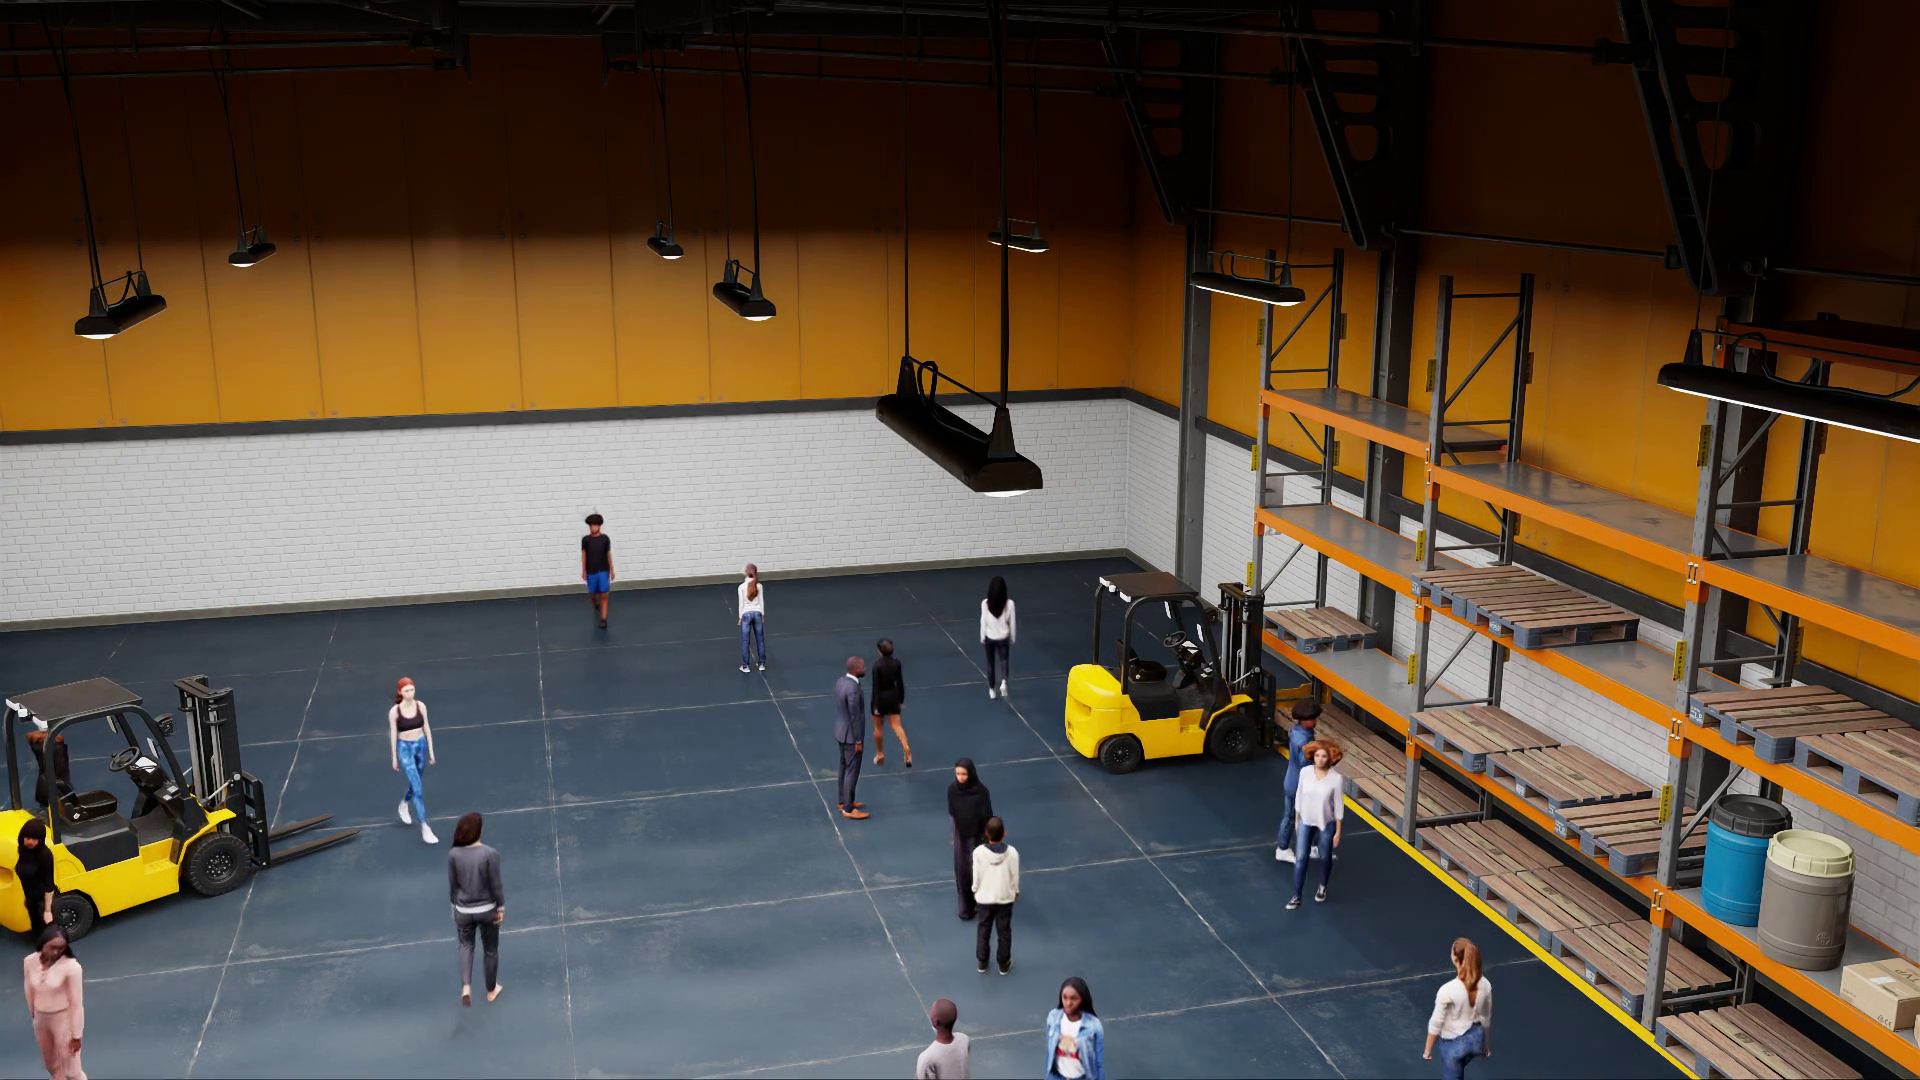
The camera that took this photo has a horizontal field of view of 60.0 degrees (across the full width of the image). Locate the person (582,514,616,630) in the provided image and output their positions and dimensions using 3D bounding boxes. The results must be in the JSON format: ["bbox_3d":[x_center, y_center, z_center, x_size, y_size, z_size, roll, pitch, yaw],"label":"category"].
[{"bbox_3d":[-5.537,0.453,25.479,0.756,1.769,1.043,-2,14,-9],"label":"person"}]

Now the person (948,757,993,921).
[{"bbox_3d":[0.153,2.825,16.045,0.932,1.599,1.001,6,15,22],"label":"person"}]

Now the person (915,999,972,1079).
[{"bbox_3d":[-0.105,3.903,11.226,0.701,1.771,0.692,13,19,42],"label":"person"}]

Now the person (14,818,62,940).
[{"bbox_3d":[-8.089,3.155,14.634,0.754,1.621,0.798,12,18,40],"label":"person"}]

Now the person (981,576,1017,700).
[{"bbox_3d":[0.495,1.325,22.050,0.717,1.689,0.830,-1,14,-2],"label":"person"}]

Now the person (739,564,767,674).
[{"bbox_3d":[-2.927,1.081,23.341,0.542,1.555,0.542,-5,15,-20],"label":"person"}]

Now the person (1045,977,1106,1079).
[{"bbox_3d":[0.842,3.842,11.671,1.052,1.681,1.195,6,15,22],"label":"person"}]

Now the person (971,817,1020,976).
[{"bbox_3d":[0.313,3.184,14.869,0.652,1.455,0.645,2,14,8],"label":"person"}]

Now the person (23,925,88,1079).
[{"bbox_3d":[-6.790,3.633,12.494,0.851,1.699,0.785,6,15,23],"label":"person"}]

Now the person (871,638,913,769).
[{"bbox_3d":[-0.819,1.967,19.544,0.728,1.619,1.018,-8,16,-29],"label":"person"}]

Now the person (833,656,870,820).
[{"bbox_3d":[-1.209,2.162,18.324,0.744,1.814,0.527,-4,14,-16],"label":"person"}]

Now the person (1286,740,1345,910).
[{"bbox_3d":[3.527,2.728,16.255,1.025,1.688,1.106,7,15,26],"label":"person"}]

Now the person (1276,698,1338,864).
[{"bbox_3d":[3.415,2.481,17.067,0.990,1.786,0.942,5,15,21],"label":"person"}]

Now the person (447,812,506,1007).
[{"bbox_3d":[-4.149,3.189,14.206,0.729,1.756,0.873,0,14,-2],"label":"person"}]

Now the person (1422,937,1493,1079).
[{"bbox_3d":[3.686,3.730,12.070,0.668,1.711,0.663,-6,15,-22],"label":"person"}]

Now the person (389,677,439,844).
[{"bbox_3d":[-5.891,2.322,17.808,0.947,1.746,1.245,-12,18,-41],"label":"person"}]
